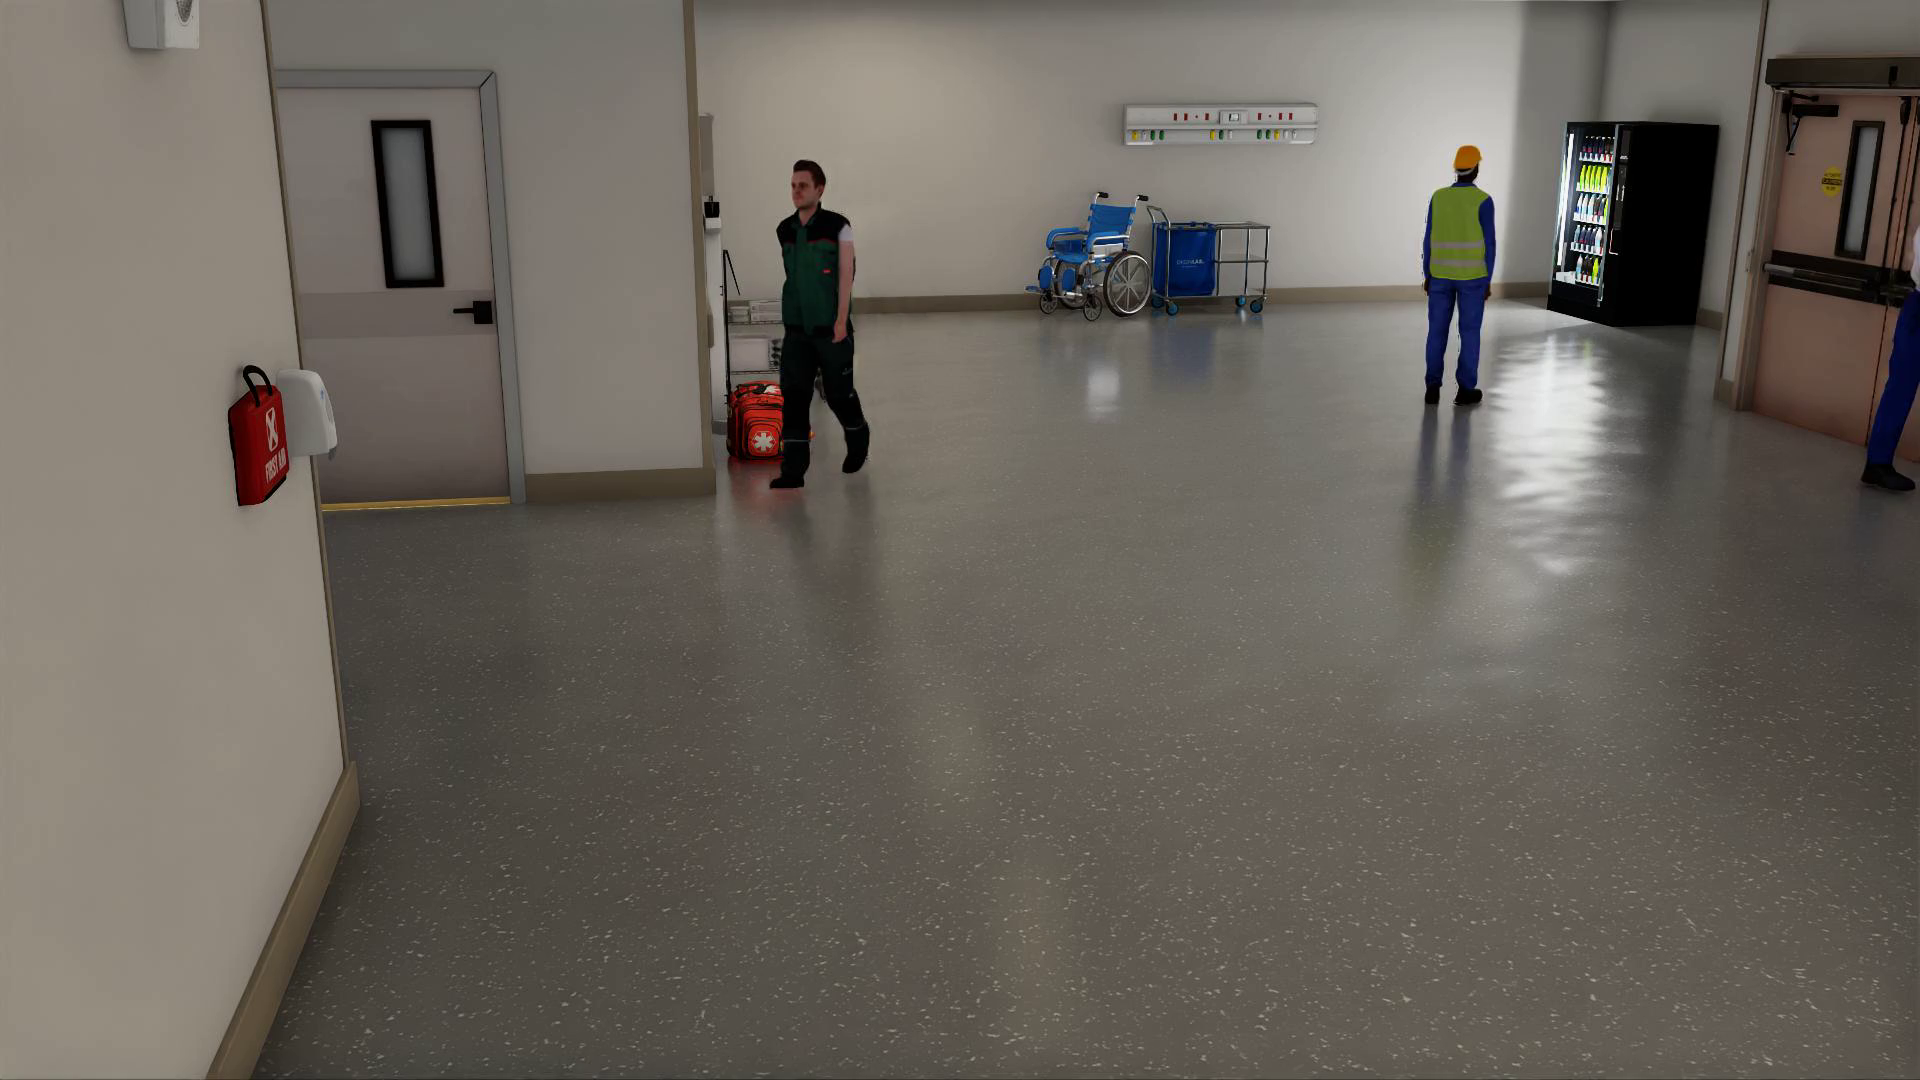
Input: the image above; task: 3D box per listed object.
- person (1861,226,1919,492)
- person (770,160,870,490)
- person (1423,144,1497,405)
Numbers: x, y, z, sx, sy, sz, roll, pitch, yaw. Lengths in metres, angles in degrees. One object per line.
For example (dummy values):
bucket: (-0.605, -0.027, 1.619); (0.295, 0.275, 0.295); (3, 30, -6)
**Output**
person: (5.324, -1.169, 9.263); (0.764, 1.822, 0.984); (-6, 17, -22)
person: (-0.745, -1.203, 9.410); (1.031, 1.804, 1.224); (6, 17, 22)
person: (3.514, -1.876, 11.783); (0.850, 1.815, 0.907); (9, 18, 29)
